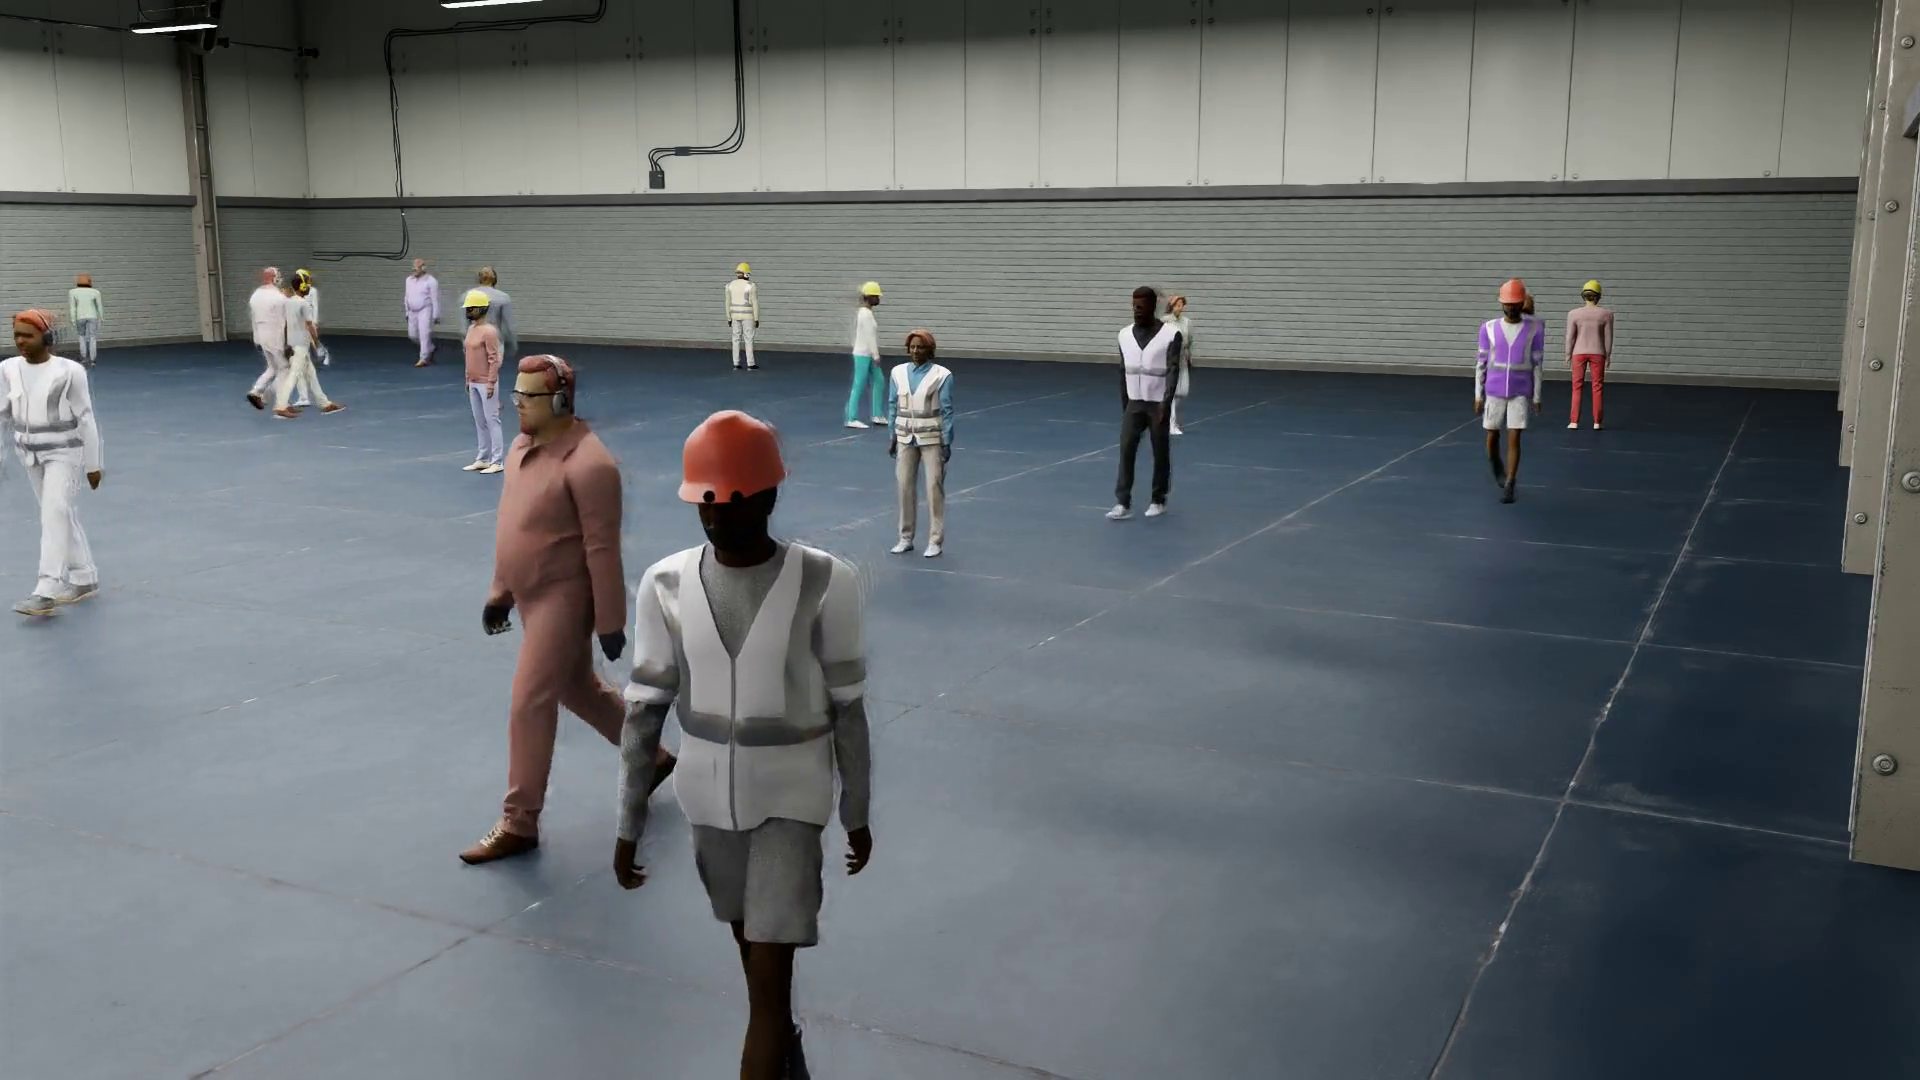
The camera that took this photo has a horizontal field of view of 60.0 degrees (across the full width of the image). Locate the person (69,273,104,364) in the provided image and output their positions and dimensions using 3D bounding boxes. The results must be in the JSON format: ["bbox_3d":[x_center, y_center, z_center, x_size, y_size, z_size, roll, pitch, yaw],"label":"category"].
[{"bbox_3d":[-15.608,-3.952,29.755,0.514,1.619,0.546,-4,11,-23],"label":"person"}]

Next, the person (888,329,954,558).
[{"bbox_3d":[-0.274,-0.696,11.936,0.530,1.632,0.314,5,12,26],"label":"person"}]

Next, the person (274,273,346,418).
[{"bbox_3d":[-8.317,-2.459,21.079,0.553,1.816,1.000,10,14,43],"label":"person"}]

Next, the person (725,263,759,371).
[{"bbox_3d":[-3.686,-3.791,28.317,0.600,1.818,0.403,4,11,19],"label":"person"}]

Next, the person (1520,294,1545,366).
[{"bbox_3d":[6.744,-2.153,20.019,0.520,1.581,0.831,4,11,21],"label":"person"}]

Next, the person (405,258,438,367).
[{"bbox_3d":[-9.430,-3.987,29.179,0.660,1.892,0.617,4,11,23],"label":"person"}]

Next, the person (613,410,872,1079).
[{"bbox_3d":[-0.539,0.645,3.935,0.575,1.885,0.980,2,11,13],"label":"person"}]

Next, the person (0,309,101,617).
[{"bbox_3d":[-5.622,-0.460,10.097,0.599,1.844,0.926,3,11,14],"label":"person"}]

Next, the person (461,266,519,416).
[{"bbox_3d":[-5.826,-2.457,20.811,0.663,1.897,0.939,2,11,10],"label":"person"}]

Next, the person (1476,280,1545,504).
[{"bbox_3d":[4.787,-1.303,14.494,0.552,1.917,0.751,4,11,23],"label":"person"}]

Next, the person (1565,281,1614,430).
[{"bbox_3d":[7.425,-2.173,19.657,0.524,1.764,0.329,3,11,18],"label":"person"}]

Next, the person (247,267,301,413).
[{"bbox_3d":[-8.819,-2.545,21.334,0.661,1.895,0.504,8,13,36],"label":"person"}]

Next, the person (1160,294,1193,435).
[{"bbox_3d":[2.458,-2.048,19.365,0.523,1.627,0.550,-6,12,-29],"label":"person"}]

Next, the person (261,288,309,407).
[{"bbox_3d":[-9.134,-2.582,22.303,0.862,1.591,0.542,4,11,18],"label":"person"}]

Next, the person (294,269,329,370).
[{"bbox_3d":[-11.131,-3.771,28.445,0.499,1.727,0.574,4,11,20],"label":"person"}]

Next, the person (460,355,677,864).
[{"bbox_3d":[-1.494,0.217,6.347,0.952,1.867,0.640,-8,13,-36],"label":"person"}]

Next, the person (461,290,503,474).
[{"bbox_3d":[-4.641,-1.525,16.110,0.308,1.769,0.524,-10,14,-43],"label":"person"}]

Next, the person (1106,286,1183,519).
[{"bbox_3d":[1.475,-1.085,13.407,0.591,1.881,0.863,6,12,31],"label":"person"}]

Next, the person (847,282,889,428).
[{"bbox_3d":[-1.033,-2.186,19.795,0.702,1.743,0.546,0,10,0],"label":"person"}]
